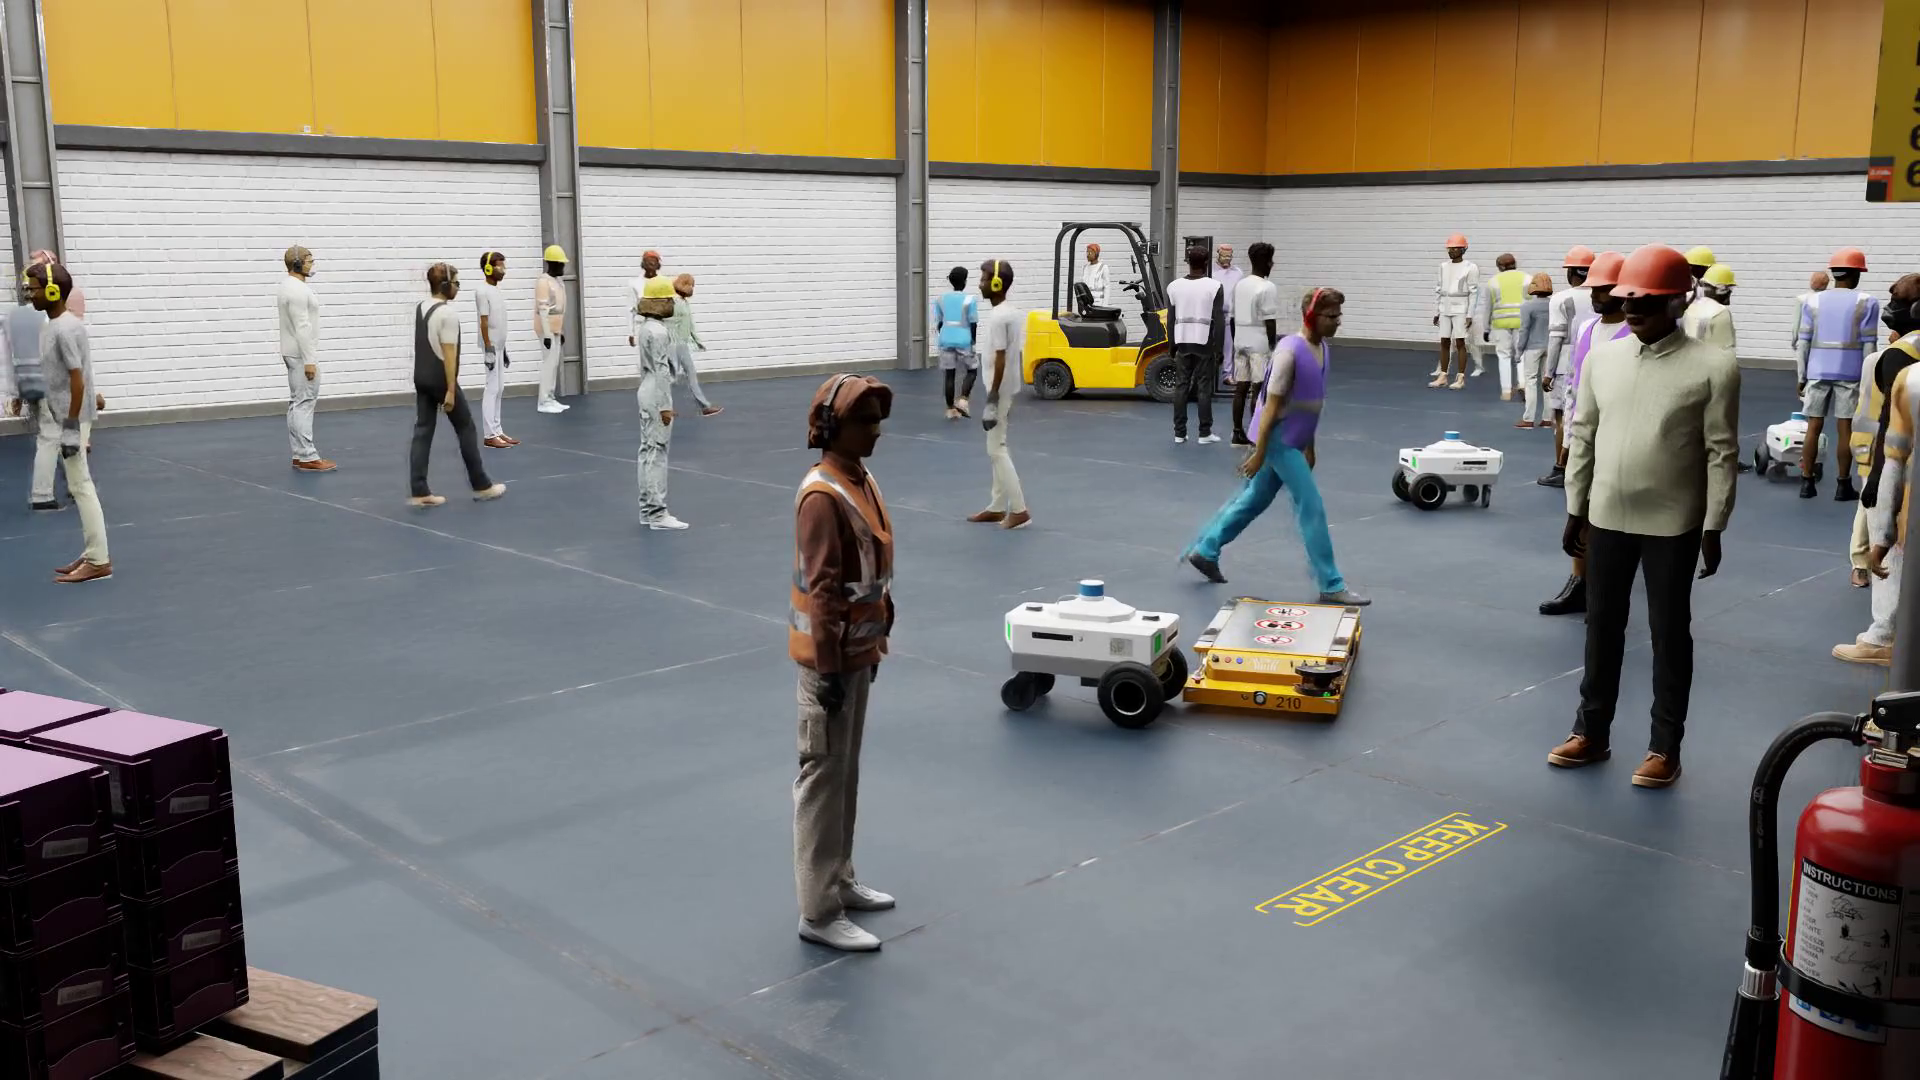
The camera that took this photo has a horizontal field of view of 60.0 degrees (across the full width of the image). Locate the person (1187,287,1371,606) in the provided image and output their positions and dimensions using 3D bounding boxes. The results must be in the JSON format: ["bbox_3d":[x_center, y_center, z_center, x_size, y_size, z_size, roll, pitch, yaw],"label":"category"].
[{"bbox_3d":[1.777,-0.545,9.323,1.094,1.762,0.599,6,12,29],"label":"person"}]

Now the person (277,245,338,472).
[{"bbox_3d":[-5.638,-1.552,14.286,0.373,1.940,0.629,-6,12,-30],"label":"person"}]

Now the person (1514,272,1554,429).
[{"bbox_3d":[6.059,-1.978,17.439,0.499,1.634,0.279,-3,11,-15],"label":"person"}]

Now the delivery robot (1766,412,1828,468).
[{"bbox_3d":[6.934,-0.815,13.786,0.477,0.478,0.707,3,11,14],"label":"delivery robot"}]

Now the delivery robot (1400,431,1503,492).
[{"bbox_3d":[3.677,-0.570,12.449,0.707,0.478,0.477,-1,10,-3],"label":"delivery robot"}]

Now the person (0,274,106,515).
[{"bbox_3d":[-6.624,-1.115,12.274,0.612,1.791,0.864,3,11,16],"label":"person"}]

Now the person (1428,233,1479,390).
[{"bbox_3d":[6.497,-3.001,21.898,0.378,2.045,0.605,-8,13,-38],"label":"person"}]

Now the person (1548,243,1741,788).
[{"bbox_3d":[2.512,-0.084,6.136,0.399,1.989,0.622,-9,14,-41],"label":"person"}]

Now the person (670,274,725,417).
[{"bbox_3d":[-3.030,-2.159,18.533,0.809,1.593,0.501,-1,10,-3],"label":"person"}]

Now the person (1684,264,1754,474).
[{"bbox_3d":[6.295,-1.417,13.970,0.910,1.788,0.600,0,10,2],"label":"person"}]

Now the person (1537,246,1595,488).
[{"bbox_3d":[4.926,-1.382,13.364,0.546,1.938,0.360,-3,11,-17],"label":"person"}]

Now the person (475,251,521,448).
[{"bbox_3d":[-4.442,-1.818,15.927,0.328,1.871,0.510,0,10,0],"label":"person"}]

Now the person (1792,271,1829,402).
[{"bbox_3d":[10.247,-2.416,19.917,0.526,1.605,0.811,5,11,24],"label":"person"}]

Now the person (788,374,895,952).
[{"bbox_3d":[-0.338,0.341,4.789,0.315,1.636,0.515,2,11,8],"label":"person"}]

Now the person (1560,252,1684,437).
[{"bbox_3d":[3.972,-0.759,10.017,0.668,1.919,0.421,1,10,8],"label":"person"}]

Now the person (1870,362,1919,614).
[{"bbox_3d":[3.602,-0.021,5.991,0.564,1.915,0.454,9,13,39],"label":"person"}]

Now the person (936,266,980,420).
[{"bbox_3d":[-0.022,-2.147,18.214,0.537,1.687,0.363,5,11,24],"label":"person"}]

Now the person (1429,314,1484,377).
[{"bbox_3d":[7.191,-3.126,23.801,0.854,1.598,0.523,-5,11,-24],"label":"person"}]

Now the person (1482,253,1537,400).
[{"bbox_3d":[6.757,-2.610,20.441,0.668,1.802,0.596,3,11,15],"label":"person"}]

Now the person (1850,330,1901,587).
[{"bbox_3d":[5.405,-0.533,9.559,0.497,1.633,0.279,1,10,7],"label":"person"}]

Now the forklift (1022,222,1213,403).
[{"bbox_3d":[1.935,-2.847,20.651,2.313,2.155,1.214,2,11,13],"label":"forklift"}]

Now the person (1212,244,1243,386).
[{"bbox_3d":[3.523,-3.014,22.360,0.639,1.903,0.409,-3,11,-15],"label":"person"}]

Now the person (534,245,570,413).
[{"bbox_3d":[-4.644,-2.406,19.038,0.459,1.906,0.590,2,11,8],"label":"person"}]

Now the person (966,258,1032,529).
[{"bbox_3d":[0.254,-1.002,11.527,0.394,1.885,0.532,2,11,8],"label":"person"}]

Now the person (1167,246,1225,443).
[{"bbox_3d":[2.296,-1.895,16.212,0.594,1.919,0.388,6,12,29],"label":"person"}]

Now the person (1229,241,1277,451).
[{"bbox_3d":[2.792,-1.830,15.725,0.361,1.963,0.613,-6,12,-28],"label":"person"}]

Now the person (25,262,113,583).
[{"bbox_3d":[-5.217,-0.680,9.735,0.310,1.865,0.533,-5,12,-27],"label":"person"}]

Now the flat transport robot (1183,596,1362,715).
[{"bbox_3d":[1.469,0.500,7.644,0.652,0.197,1.431,3,11,17],"label":"flat transport robot"}]

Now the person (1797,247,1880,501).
[{"bbox_3d":[6.712,-1.268,12.746,0.548,1.934,0.375,9,14,41],"label":"person"}]

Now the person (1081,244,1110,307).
[{"bbox_3d":[2.106,-3.714,26.225,0.339,1.882,0.584,-9,14,-40],"label":"person"}]

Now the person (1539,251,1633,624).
[{"bbox_3d":[3.350,-0.523,8.679,0.358,1.938,0.542,-5,12,-27],"label":"person"}]

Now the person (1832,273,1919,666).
[{"bbox_3d":[4.443,-0.328,7.871,0.627,1.847,0.429,-9,14,-41],"label":"person"}]

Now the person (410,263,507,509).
[{"bbox_3d":[-3.811,-1.158,12.471,0.533,1.806,0.868,7,13,35],"label":"person"}]

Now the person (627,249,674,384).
[{"bbox_3d":[-3.527,-2.392,19.083,0.579,1.864,0.414,-1,10,-4],"label":"person"}]

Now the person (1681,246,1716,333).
[{"bbox_3d":[6.431,-1.614,14.664,0.386,1.922,0.594,-1,10,-4],"label":"person"}]

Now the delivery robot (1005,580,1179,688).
[{"bbox_3d":[0.559,0.414,7.086,0.707,0.478,0.477,4,11,21],"label":"delivery robot"}]

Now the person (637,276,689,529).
[{"bbox_3d":[-2.074,-0.949,11.532,0.317,1.743,0.488,-4,11,-22],"label":"person"}]

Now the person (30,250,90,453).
[{"bbox_3d":[-8.303,-1.726,15.384,0.676,1.886,0.442,6,12,30],"label":"person"}]
